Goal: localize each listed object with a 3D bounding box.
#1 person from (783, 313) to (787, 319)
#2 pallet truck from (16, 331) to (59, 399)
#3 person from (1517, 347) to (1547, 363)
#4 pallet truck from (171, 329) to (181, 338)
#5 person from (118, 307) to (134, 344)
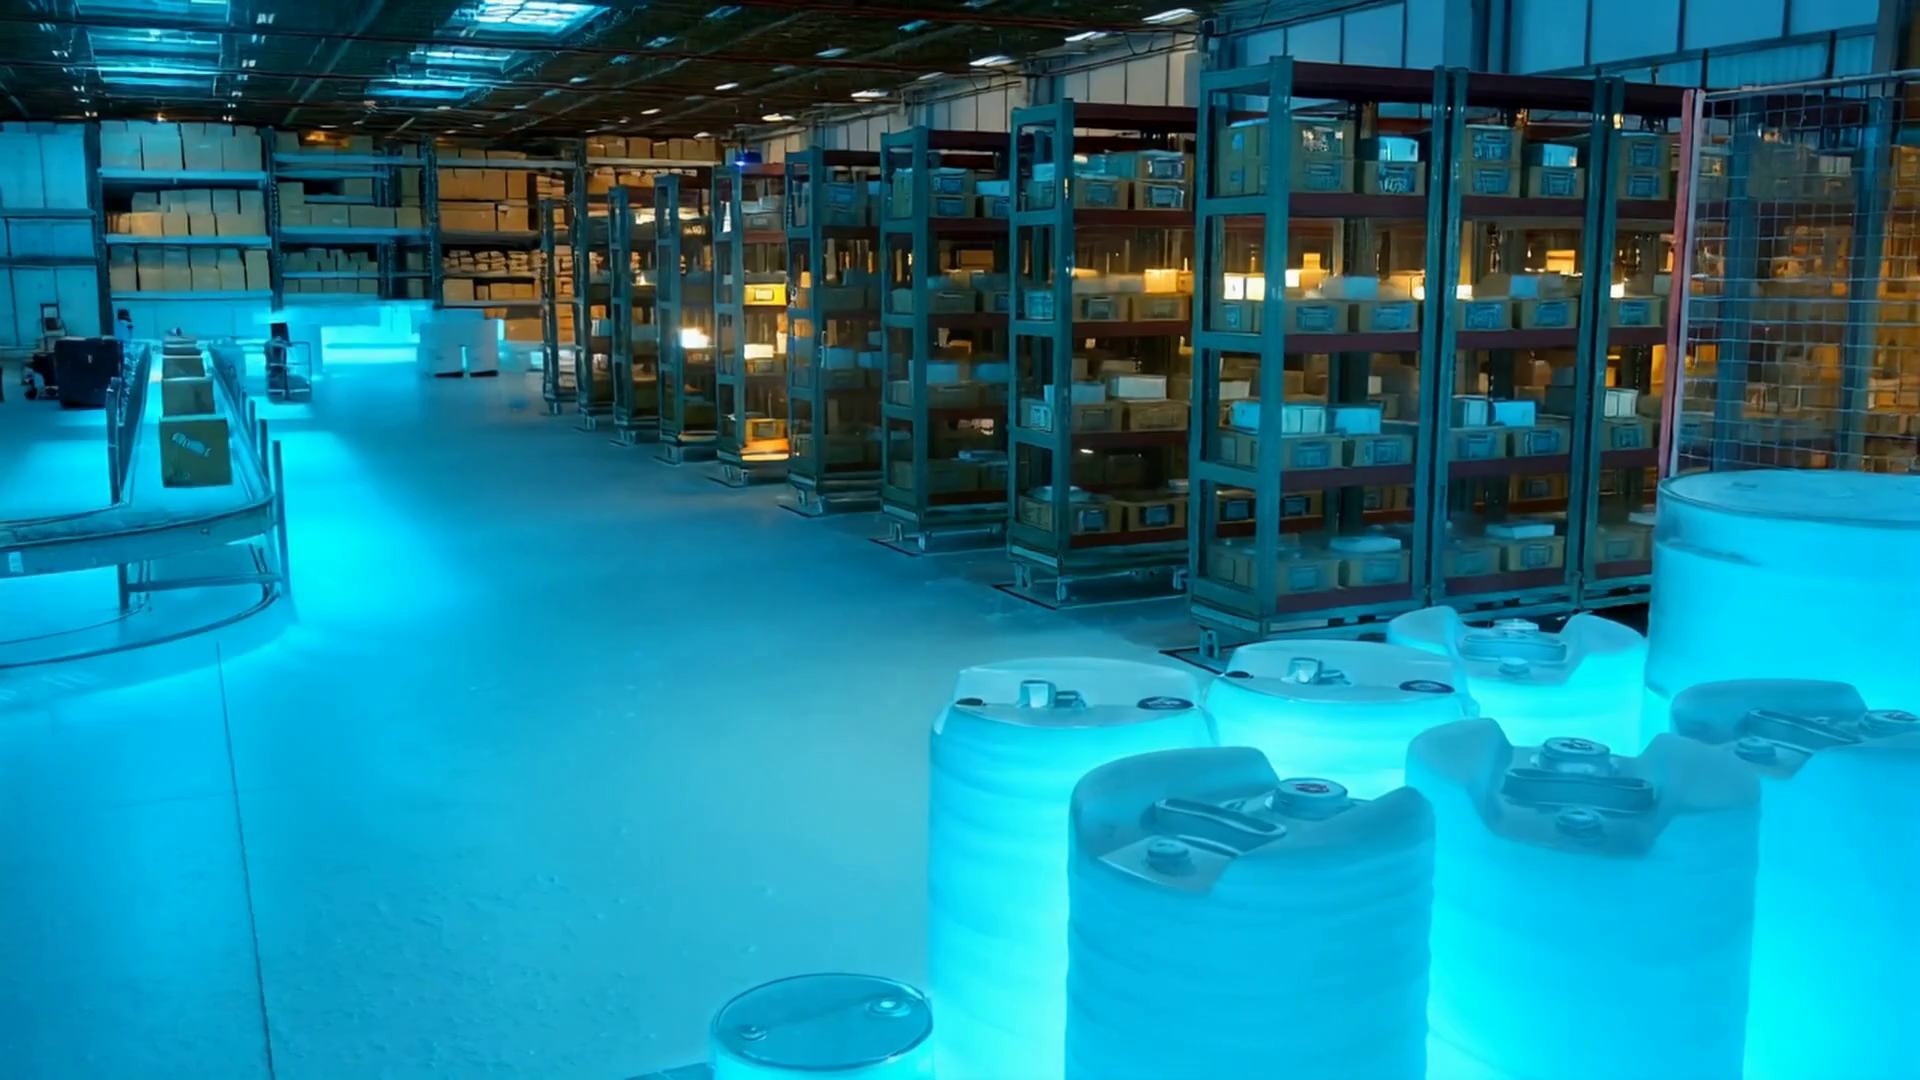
[{"bbox_3d":[-3.271,-3.799,32.673,0.410,1.909,0.643,0,9,-3],"label":"person"},{"bbox_3d":[-17.082,-3.353,31.781,1.630,1.274,0.653,-4,10,-25],"label":"pallet truck"},{"bbox_3d":[5.714,-1.213,16.943,0.618,1.810,0.584,-3,10,-18],"label":"person"},{"bbox_3d":[-17.275,-3.851,35.096,1.601,1.201,0.680,0,9,1],"label":"pallet truck"},{"bbox_3d":[-18.427,-4.327,36.793,0.507,1.631,0.268,8,12,40],"label":"person"}]
